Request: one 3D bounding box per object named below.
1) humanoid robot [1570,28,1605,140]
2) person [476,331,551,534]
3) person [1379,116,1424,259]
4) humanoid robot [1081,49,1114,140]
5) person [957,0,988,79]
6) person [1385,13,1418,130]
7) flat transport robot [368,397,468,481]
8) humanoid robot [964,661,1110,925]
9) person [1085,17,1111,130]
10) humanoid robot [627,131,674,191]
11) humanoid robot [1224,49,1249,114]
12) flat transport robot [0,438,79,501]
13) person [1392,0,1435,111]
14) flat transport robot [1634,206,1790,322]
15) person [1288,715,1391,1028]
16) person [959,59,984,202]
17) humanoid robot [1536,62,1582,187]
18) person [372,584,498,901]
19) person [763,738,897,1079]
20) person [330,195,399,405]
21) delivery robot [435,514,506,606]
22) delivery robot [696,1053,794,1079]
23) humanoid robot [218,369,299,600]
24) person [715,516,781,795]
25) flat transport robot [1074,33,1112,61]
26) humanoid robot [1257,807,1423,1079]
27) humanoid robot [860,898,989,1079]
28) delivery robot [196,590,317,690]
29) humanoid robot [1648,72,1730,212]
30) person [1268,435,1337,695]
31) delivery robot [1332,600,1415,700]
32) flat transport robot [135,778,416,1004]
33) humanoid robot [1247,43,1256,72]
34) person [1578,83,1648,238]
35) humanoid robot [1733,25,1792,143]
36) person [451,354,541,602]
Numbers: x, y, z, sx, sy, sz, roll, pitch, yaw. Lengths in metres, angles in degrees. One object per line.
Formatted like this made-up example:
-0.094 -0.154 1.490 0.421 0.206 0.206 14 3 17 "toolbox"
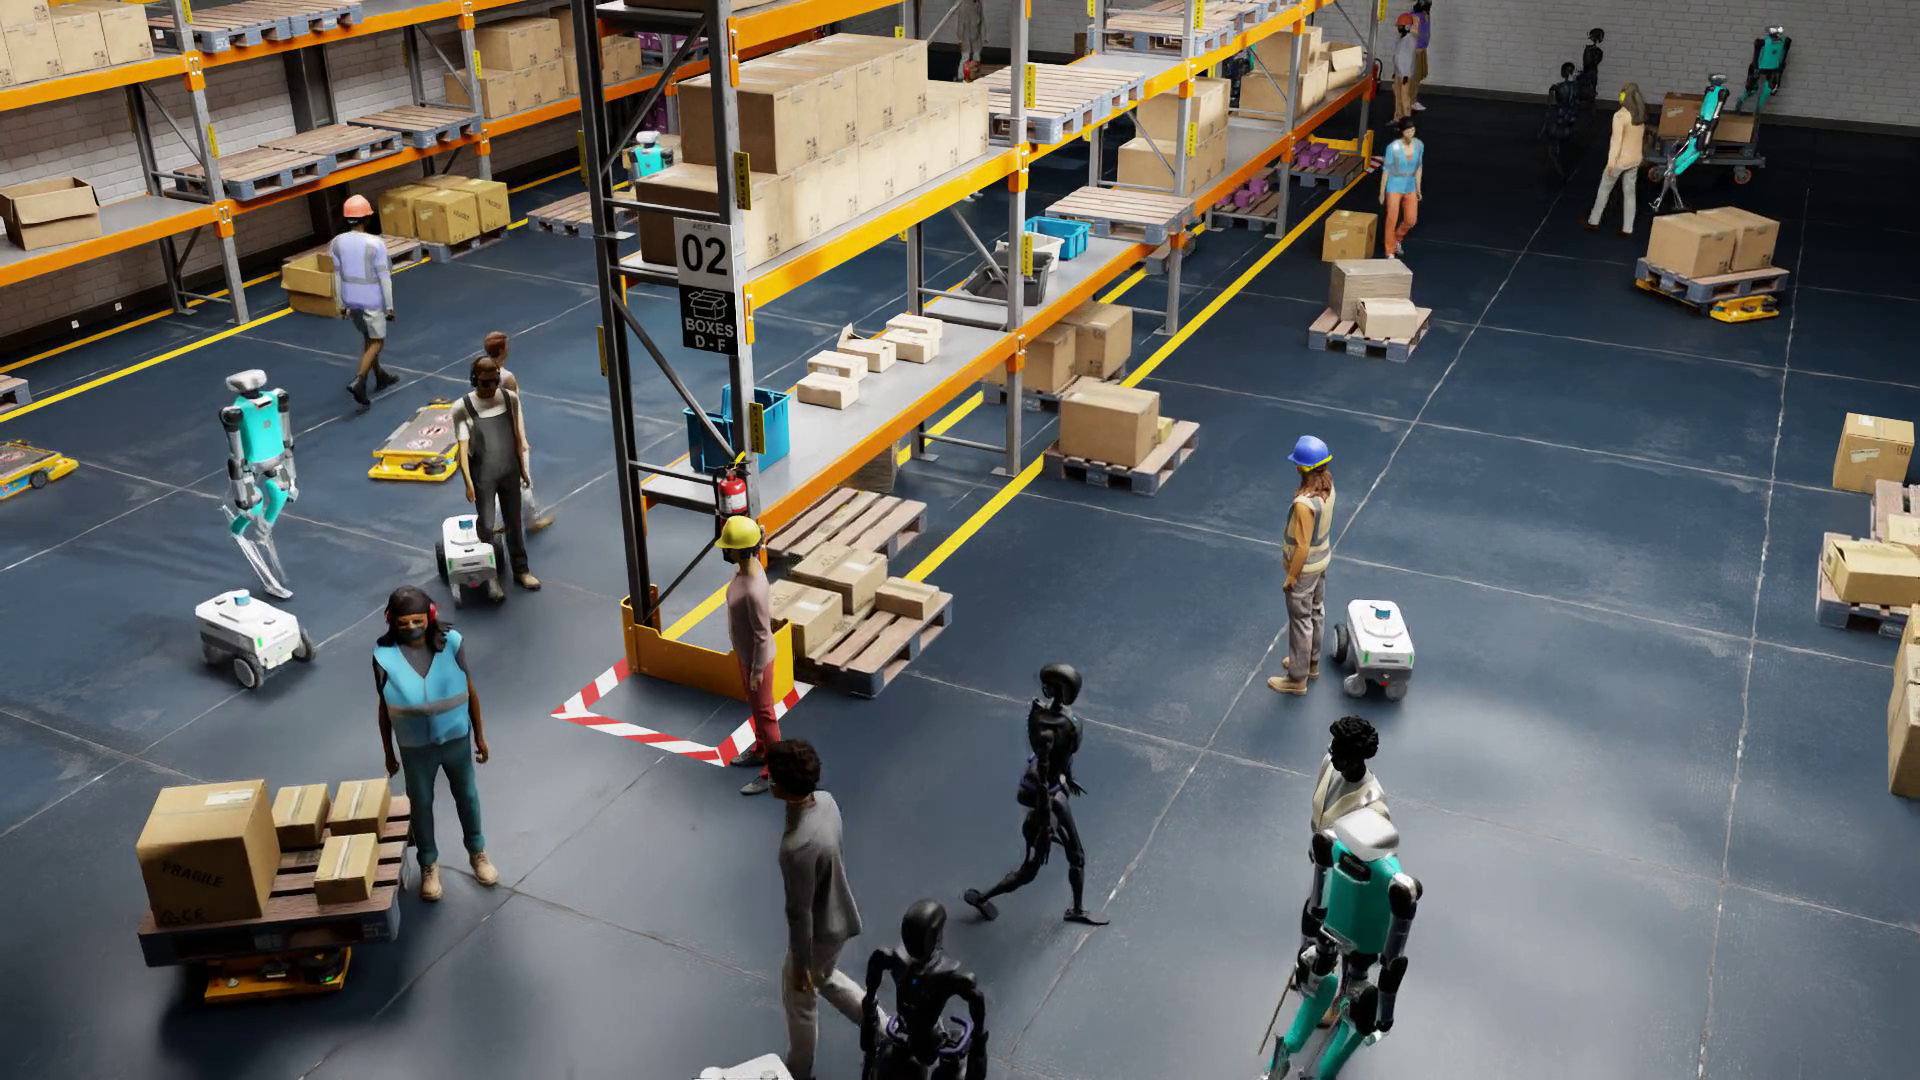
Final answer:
9.482 -6.859 25.060 0.605 1.643 0.599 1 26 3 "humanoid robot"
-3.523 -0.817 12.869 0.455 1.652 0.392 13 29 24 "person"
5.131 -4.079 19.355 0.528 1.743 0.452 -5 27 -9 "person"
2.121 -6.867 25.074 0.543 1.649 0.599 7 27 14 "humanoid robot"
0.182 -8.589 28.393 0.555 1.808 0.395 -21 33 -36 "person"
6.843 -7.274 25.817 0.374 1.741 0.562 -5 27 -11 "person"
-4.574 -0.885 14.565 0.659 0.231 1.431 3 26 6 "flat transport robot"
0.410 1.308 8.587 0.727 1.631 0.608 7 27 14 "humanoid robot"
2.075 -7.266 25.646 0.552 1.881 0.643 2 26 4 "person"
-3.337 -3.781 18.767 0.554 1.741 0.993 8 27 15 "humanoid robot"
4.037 -6.514 24.367 0.600 1.643 0.591 -18 32 -32 "humanoid robot"
-8.091 -0.453 13.692 0.659 0.231 1.431 10 28 19 "flat transport robot"
7.404 -7.987 27.052 0.567 1.912 0.558 17 31 31 "person"
8.190 -2.704 18.240 0.659 0.231 1.431 -10 28 -19 "flat transport robot"
1.837 1.573 7.998 0.319 1.693 0.531 -6 27 -13 "person"
0.084 -5.405 21.931 0.380 1.836 0.562 10 28 20 "person"
8.232 -5.659 22.635 0.602 1.629 0.631 -9 28 -17 "humanoid robot"
-2.803 1.062 8.844 0.512 1.860 0.374 -11 28 -21 "person"
-0.600 1.727 7.485 0.601 1.877 0.584 8 27 16 "person"
-5.547 -2.195 15.380 0.557 1.903 0.866 6 27 12 "person"
-3.617 0.095 12.275 0.499 0.605 0.781 -8 27 -16 "delivery robot"
-1.038 2.564 7.293 0.788 0.610 0.499 -14 30 -26 "delivery robot"
-5.095 -0.357 11.926 0.696 1.876 0.533 14 29 26 "humanoid robot"
-1.235 0.664 9.748 0.308 1.767 0.532 -8 27 -15 "person"
2.505 -7.815 28.564 1.431 0.231 0.659 21 33 36 "flat transport robot"
1.505 2.006 7.082 0.780 1.803 0.533 -18 31 -32 "humanoid robot"
-0.146 2.163 6.813 0.589 1.653 0.329 10 28 20 "humanoid robot"
-4.778 0.618 11.193 0.773 0.582 0.499 16 30 28 "delivery robot"
9.330 -5.117 21.521 0.944 1.806 0.591 0 26 0 "humanoid robot"
2.213 0.160 10.755 0.325 1.775 0.481 16 30 29 "person"
2.769 0.694 11.073 0.521 0.611 0.782 1 26 3 "delivery robot"
-3.549 1.913 8.913 0.659 0.231 1.431 -4 27 -9 "flat transport robot"
4.580 -6.656 24.601 0.790 1.805 0.560 -12 29 -23 "humanoid robot"
8.128 -4.686 20.494 0.573 1.825 0.834 -12 29 -22 "person"
12.025 -6.959 25.201 0.550 1.762 0.984 -1 26 -2 "humanoid robot"
-3.324 -0.458 11.930 0.506 1.843 0.346 -22 34 -37 "person"
